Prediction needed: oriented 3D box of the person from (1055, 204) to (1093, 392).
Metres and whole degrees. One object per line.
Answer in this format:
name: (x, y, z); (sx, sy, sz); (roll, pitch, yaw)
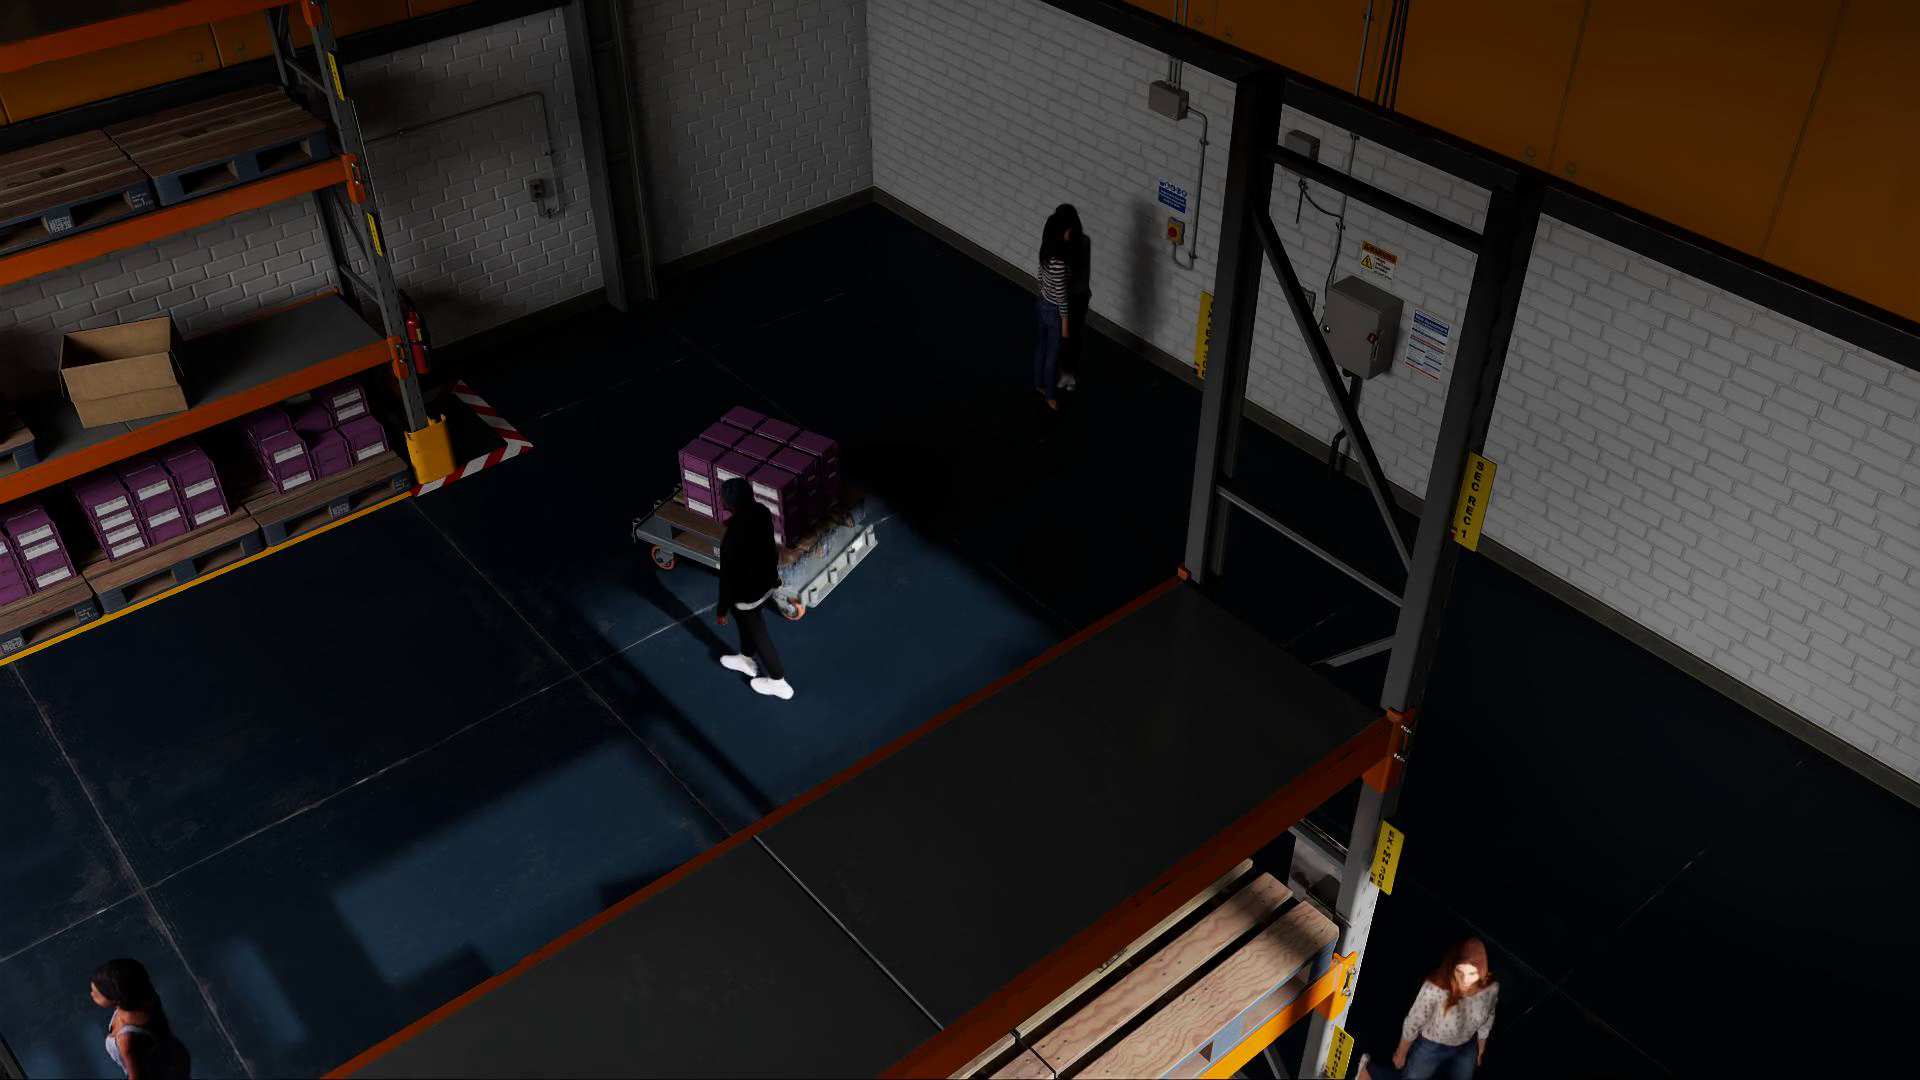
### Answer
person: (0.932, -1.954, 13.887); (0.723, 1.731, 0.809); (-10, 40, -12)

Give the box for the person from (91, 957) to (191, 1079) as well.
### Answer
person: (-3.837, 2.622, 8.195); (0.906, 1.683, 0.766); (-10, 40, -12)

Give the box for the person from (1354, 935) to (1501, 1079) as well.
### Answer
person: (2.357, 2.476, 8.354); (0.982, 1.714, 0.912); (-8, 39, -10)

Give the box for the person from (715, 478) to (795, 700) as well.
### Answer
person: (-1.289, 0.346, 10.954); (0.975, 1.796, 0.943); (13, 40, 16)

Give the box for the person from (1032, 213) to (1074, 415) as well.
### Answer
person: (0.762, -1.859, 13.716); (0.609, 1.795, 0.649); (-12, 40, -15)
